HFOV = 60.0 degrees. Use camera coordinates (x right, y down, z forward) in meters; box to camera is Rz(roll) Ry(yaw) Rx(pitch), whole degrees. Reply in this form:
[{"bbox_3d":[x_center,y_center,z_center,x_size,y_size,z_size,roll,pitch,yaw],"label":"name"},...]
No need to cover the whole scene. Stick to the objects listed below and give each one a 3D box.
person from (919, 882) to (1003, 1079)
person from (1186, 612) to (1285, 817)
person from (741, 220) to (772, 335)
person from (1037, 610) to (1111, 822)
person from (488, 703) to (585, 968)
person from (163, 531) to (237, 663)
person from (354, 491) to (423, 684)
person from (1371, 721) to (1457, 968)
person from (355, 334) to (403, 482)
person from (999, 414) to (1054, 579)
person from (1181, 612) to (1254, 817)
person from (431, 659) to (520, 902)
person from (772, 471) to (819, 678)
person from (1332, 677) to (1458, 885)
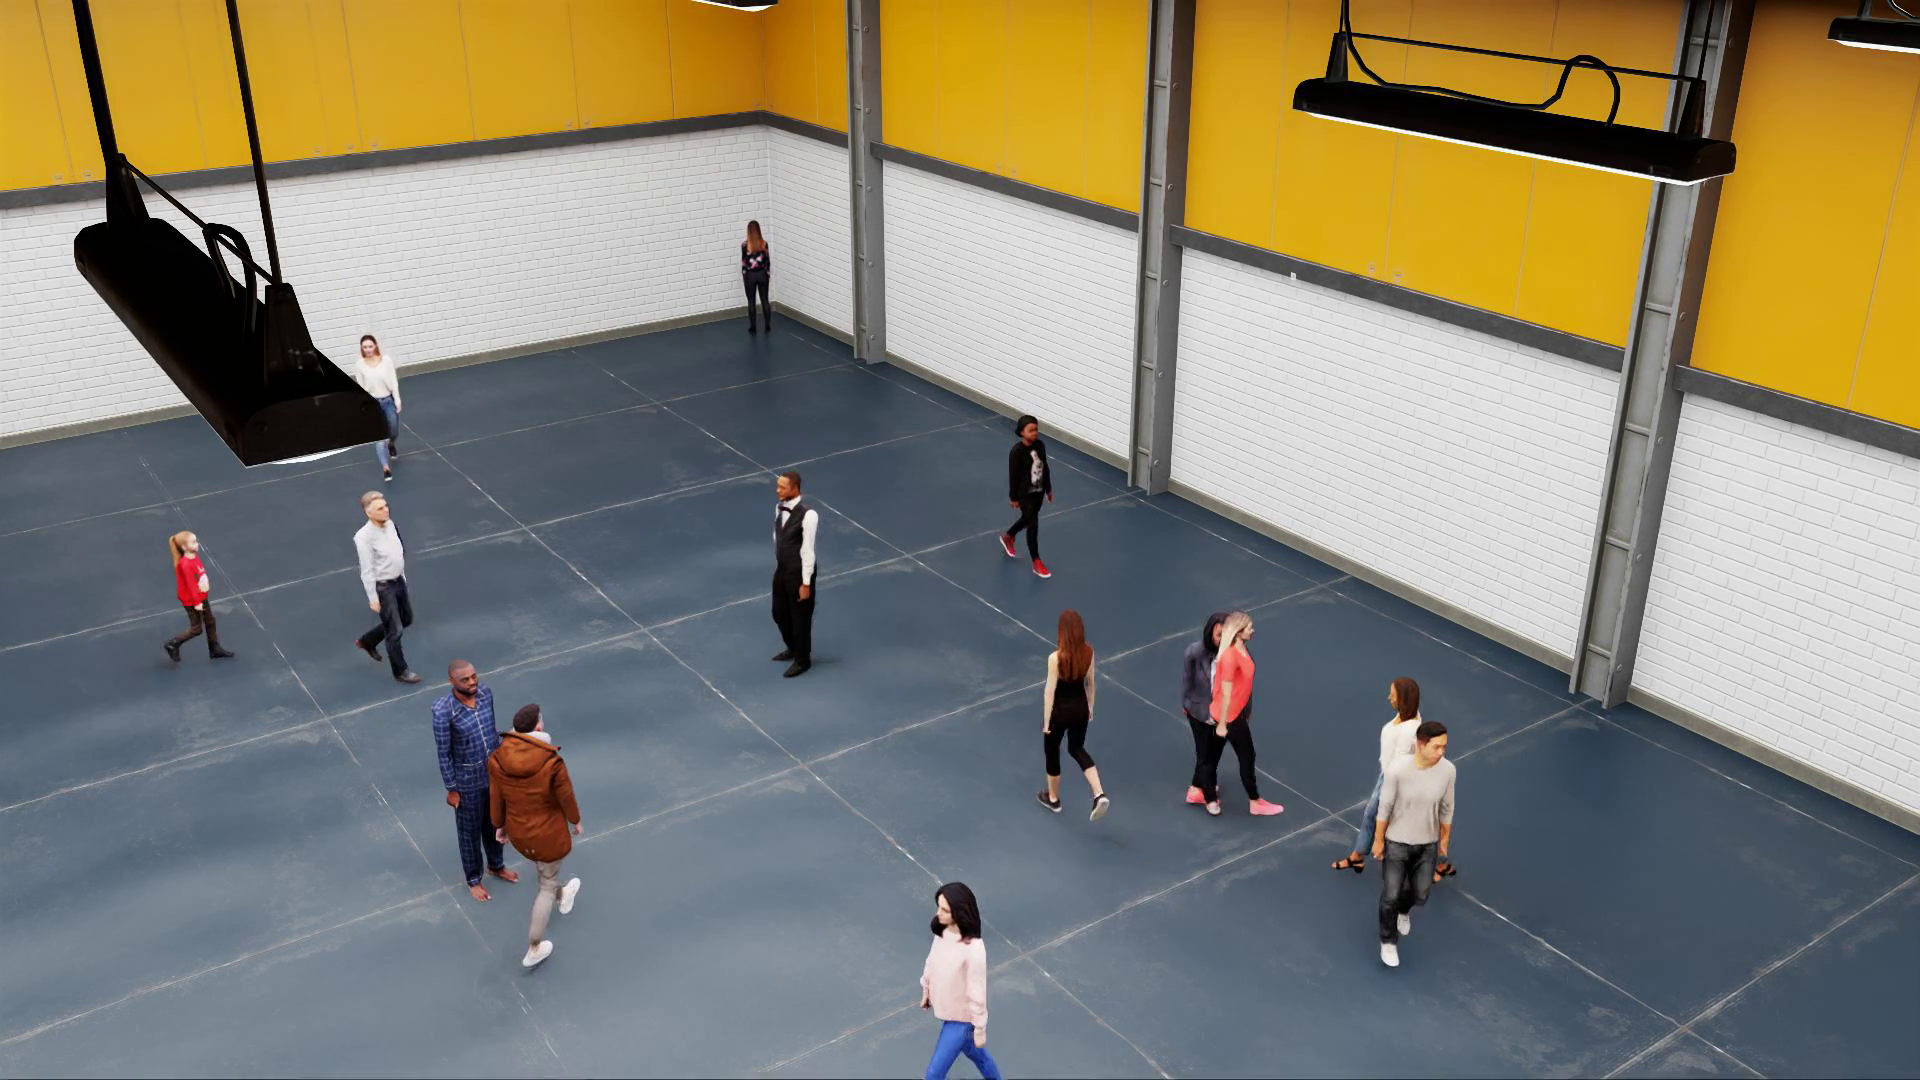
[{"bbox_3d":[0.065,2.683,9.452,0.876,1.714,1.127,-10,25,-21],"label":"person"},{"bbox_3d":[1.938,1.321,12.630,1.070,1.664,0.984,6,24,13],"label":"person"},{"bbox_3d":[-3.001,-3.879,24.501,0.631,1.683,0.594,-8,25,-17],"label":"person"},{"bbox_3d":[0.866,1.357,12.492,0.641,1.709,0.966,-14,27,-28],"label":"person"},{"bbox_3d":[-2.817,1.976,10.979,1.185,1.787,1.197,7,24,15],"label":"person"},{"bbox_3d":[-6.915,0.536,14.919,0.780,1.268,0.805,-2,24,-6],"label":"person"},{"bbox_3d":[-5.095,0.392,14.576,1.035,1.807,0.955,6,24,14],"label":"person"},{"bbox_3d":[2.967,1.936,11.059,0.874,1.795,0.937,1,24,3],"label":"person"},{"bbox_3d":[-6.695,-1.571,19.230,0.744,1.675,1.063,-9,25,-20],"label":"person"},{"bbox_3d":[0.653,-0.492,16.795,0.647,1.650,1.070,-19,30,-37],"label":"person"},{"bbox_3d":[1.957,1.271,12.859,0.890,1.572,1.043,-5,24,-12],"label":"person"},{"bbox_3d":[-3.403,1.646,11.685,0.735,1.825,0.751,15,28,31],"label":"person"},{"bbox_3d":[-1.417,0.280,14.695,0.786,1.916,0.607,-20,31,-38],"label":"person"},{"bbox_3d":[3.201,1.746,11.694,1.147,1.634,1.086,5,24,10],"label":"person"}]
